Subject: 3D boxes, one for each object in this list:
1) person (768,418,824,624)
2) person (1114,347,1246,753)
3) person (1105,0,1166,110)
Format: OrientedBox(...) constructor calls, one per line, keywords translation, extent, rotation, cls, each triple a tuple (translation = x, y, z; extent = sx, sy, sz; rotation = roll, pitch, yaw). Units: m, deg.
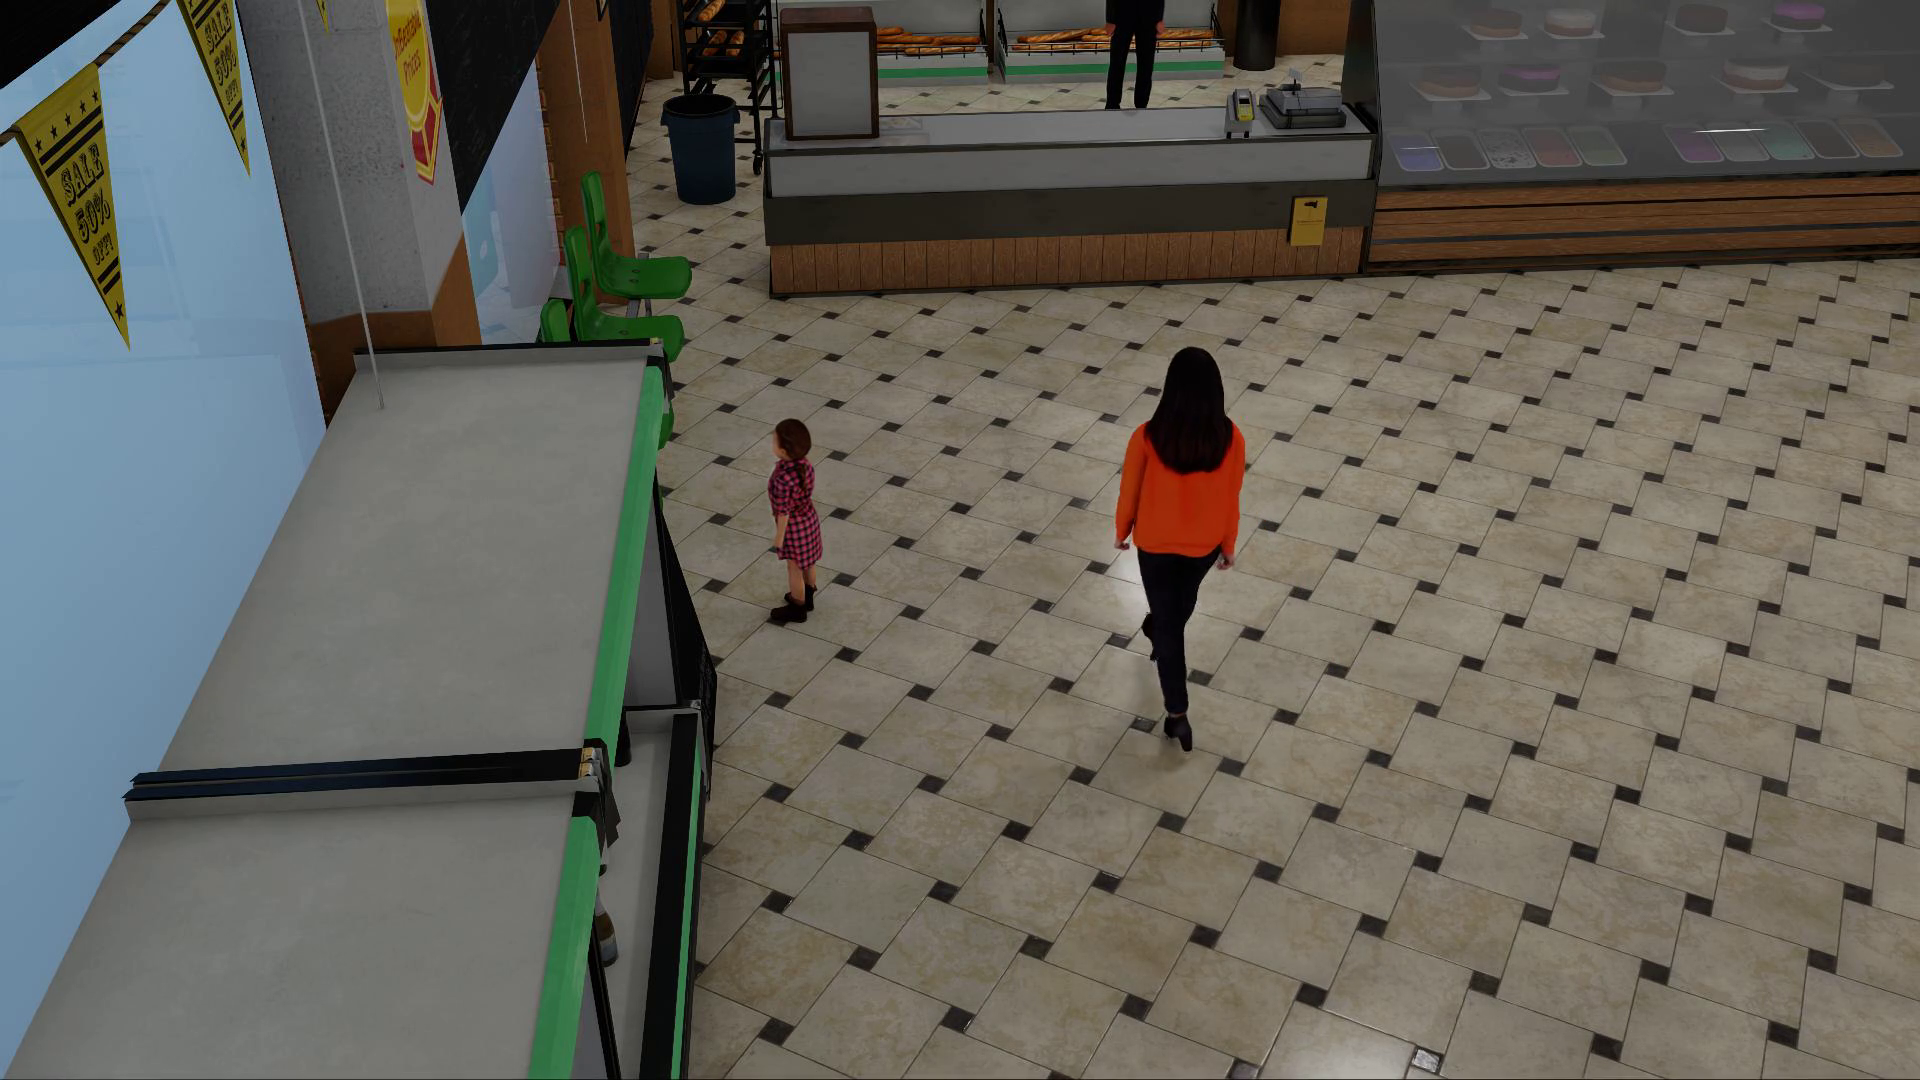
OrientedBox(translation=(-0.756, -0.089, 7.598), extent=(0.555, 1.022, 0.475), rotation=(13, 34, 19), cls="person")
OrientedBox(translation=(0.896, 0.087, 6.667), extent=(0.690, 1.706, 1.095), rotation=(-5, 32, -8), cls="person")
OrientedBox(translation=(1.427, -4.237, 13.464), extent=(0.626, 1.866, 0.548), rotation=(-3, 32, -4), cls="person")
